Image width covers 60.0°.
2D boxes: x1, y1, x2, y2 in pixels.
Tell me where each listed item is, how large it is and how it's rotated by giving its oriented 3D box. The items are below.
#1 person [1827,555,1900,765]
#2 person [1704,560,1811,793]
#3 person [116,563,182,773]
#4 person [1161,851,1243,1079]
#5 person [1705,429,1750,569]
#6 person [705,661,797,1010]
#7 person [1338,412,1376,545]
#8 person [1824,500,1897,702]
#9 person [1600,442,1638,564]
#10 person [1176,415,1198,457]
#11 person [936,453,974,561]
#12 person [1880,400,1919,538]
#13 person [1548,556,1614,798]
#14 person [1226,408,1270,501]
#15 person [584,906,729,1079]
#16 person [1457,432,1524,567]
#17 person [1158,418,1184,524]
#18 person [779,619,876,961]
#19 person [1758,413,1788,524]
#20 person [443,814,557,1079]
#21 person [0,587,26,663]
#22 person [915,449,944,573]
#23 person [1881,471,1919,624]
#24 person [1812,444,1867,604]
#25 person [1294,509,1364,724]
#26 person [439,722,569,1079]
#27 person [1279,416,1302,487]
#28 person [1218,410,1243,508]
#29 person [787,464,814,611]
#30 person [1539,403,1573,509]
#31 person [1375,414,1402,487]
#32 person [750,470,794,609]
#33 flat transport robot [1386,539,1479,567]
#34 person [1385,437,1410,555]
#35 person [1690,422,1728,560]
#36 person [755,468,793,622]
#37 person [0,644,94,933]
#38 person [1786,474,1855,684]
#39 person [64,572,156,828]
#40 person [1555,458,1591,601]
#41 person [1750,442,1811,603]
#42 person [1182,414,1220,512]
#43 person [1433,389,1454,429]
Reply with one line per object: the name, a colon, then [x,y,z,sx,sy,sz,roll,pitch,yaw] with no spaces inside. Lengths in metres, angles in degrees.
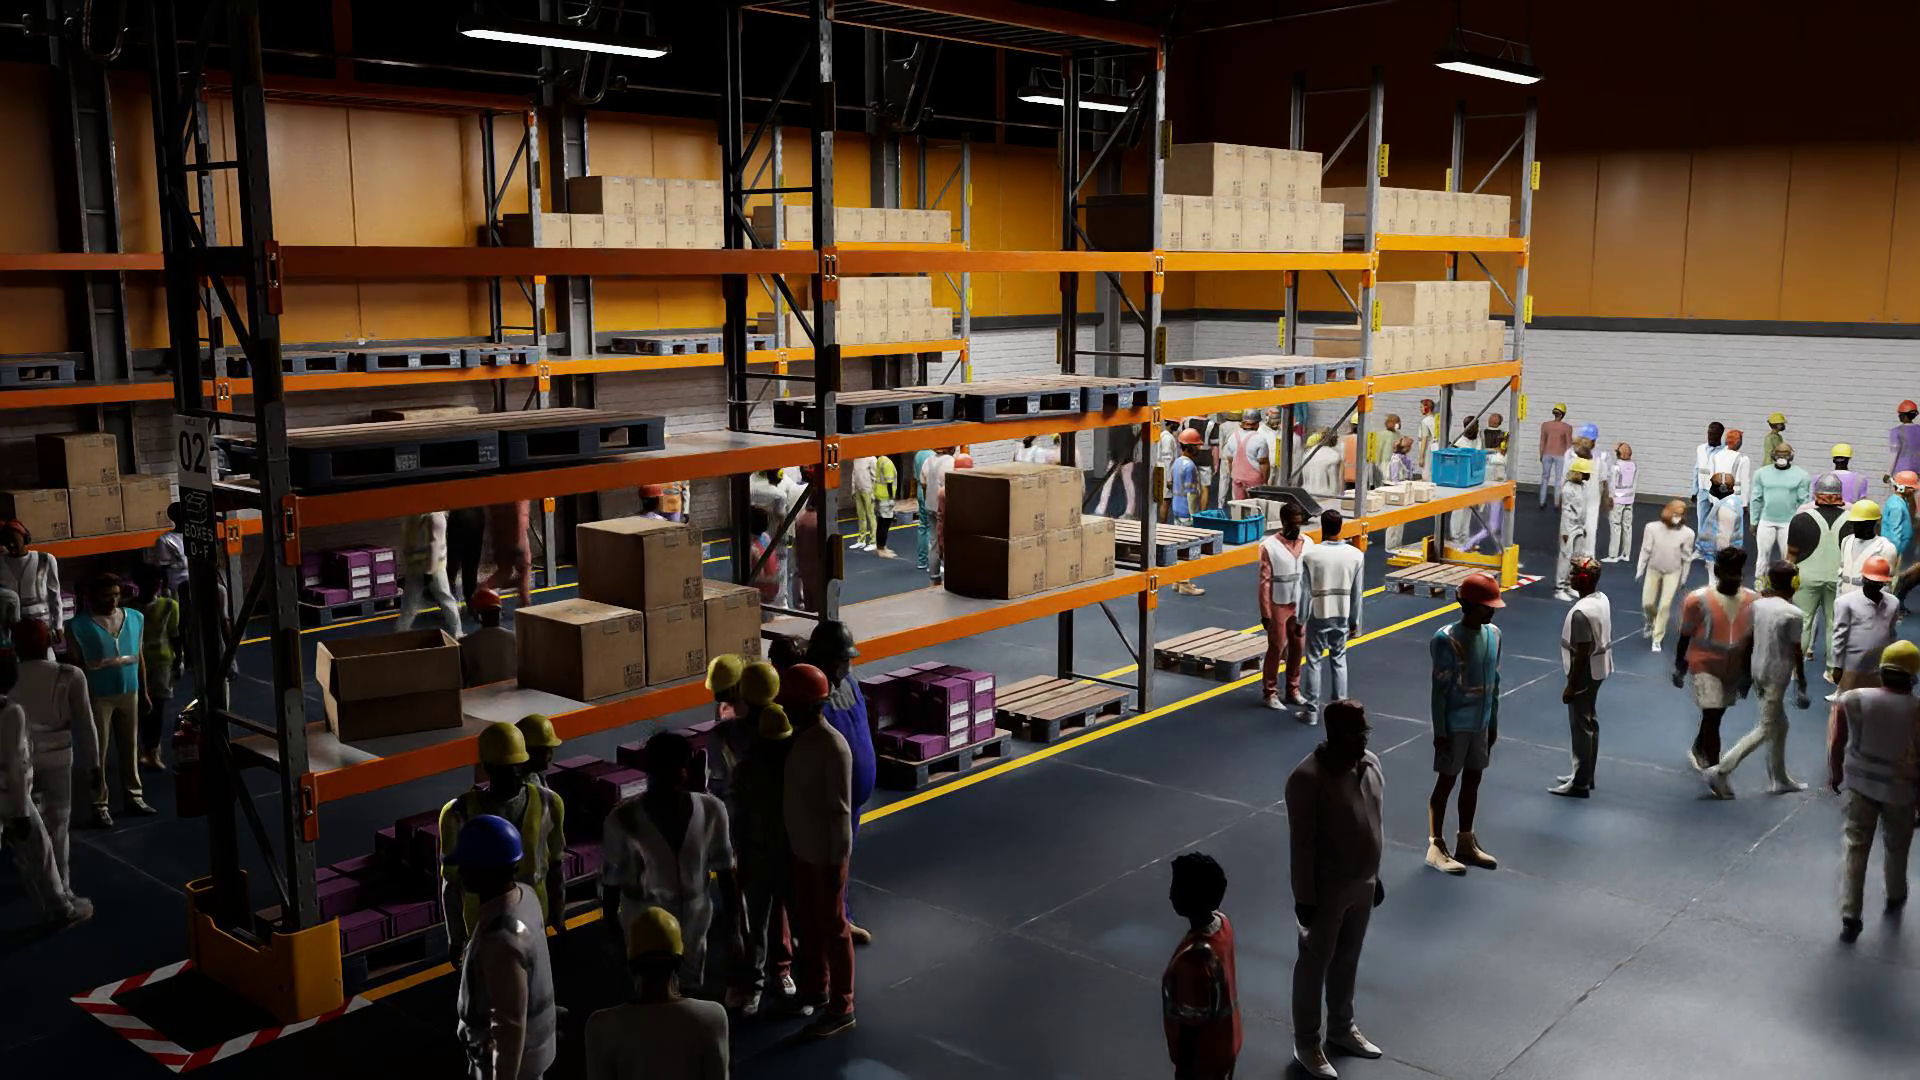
person: [7.239,0.980,13.295,0.564,1.748,0.339,-2,10,-9]
person: [6.094,1.059,12.608,0.846,1.834,0.566,-1,10,-8]
person: [-6.543,1.007,13.330,0.616,1.678,0.517,-4,10,-22]
person: [0.984,2.098,6.816,0.322,1.689,0.530,4,10,22]
person: [10.107,-0.520,21.902,0.343,1.877,0.575,-5,11,-28]
person: [-1.092,1.596,9.104,0.587,1.923,0.378,-3,10,-19]
person: [5.693,-0.877,23.859,0.588,1.927,0.366,9,13,42]
person: [8.216,0.583,15.176,0.390,1.920,0.587,-3,10,-15]
person: [8.911,-0.496,22.439,0.514,1.641,0.307,-5,11,-26]
person: [3.909,-1.527,28.143,0.496,1.794,0.958,5,11,29]
person: [0.044,0.033,18.262,0.614,1.987,0.408,0,10,-1]
person: [13.862,-1.034,24.449,0.605,2.045,0.379,-2,10,-14]
person: [4.749,1.041,12.651,0.390,1.846,0.563,6,11,33]
person: [4.107,-0.856,23.394,0.536,2.000,0.675,-8,13,-41]
person: [-1.092,2.191,6.050,0.518,1.757,0.339,-3,10,-16]
person: [7.073,-0.530,22.101,0.817,1.839,0.490,3,10,18]
person: [3.066,-0.955,24.339,0.389,1.925,0.549,1,10,5]
person: [-0.745,1.441,9.679,0.536,2.000,0.684,6,11,30]
person: [12.446,-1.065,25.455,0.306,1.772,0.525,9,13,42]
person: [-1.781,2.014,6.530,0.396,1.949,0.602,-1,10,-9]
person: [-7.558,0.984,12.990,0.514,1.843,0.327,-2,10,-10]
person: [-0.349,-0.520,21.830,0.399,1.900,0.644,-5,11,-26]
person: [10.551,0.078,18.722,0.350,1.739,0.575,5,11,27]
person: [10.395,-0.181,19.728,0.585,1.920,0.382,3,10,17]
person: [3.247,0.680,14.632,0.598,1.908,0.401,-2,10,-13]
person: [-2.141,1.798,7.879,0.588,1.930,0.361,-5,11,-28]
person: [5.030,-1.052,25.430,0.345,1.746,0.573,5,11,26]
person: [4.498,-1.370,27.394,0.490,1.730,0.324,5,11,27]
person: [-1.763,-0.015,18.951,0.375,1.844,0.567,-6,11,-33]
person: [9.825,-1.386,27.427,0.532,1.754,0.340,7,12,37]
person: [6.948,-1.229,26.851,0.518,1.617,0.367,-6,11,-30]
person: [-2.233,-0.101,19.316,0.643,1.900,0.399,-1,10,-7]
flat transport robot: [6.401,0.183,22.468,0.652,0.197,1.431,8,13,41]
person: [6.091,-0.617,23.188,0.318,1.629,0.534,4,10,21]
person: [10.189,-0.647,22.509,0.390,1.920,0.587,-5,11,-29]
person: [-2.103,0.011,18.801,0.530,1.845,0.437,9,13,42]
person: [-5.681,1.528,9.785,0.606,1.843,0.975,5,11,29]
person: [8.350,0.364,16.113,0.681,2.000,0.535,3,10,19]
person: [-6.169,1.138,12.081,0.389,1.842,0.566,6,11,33]
person: [7.391,-0.128,19.987,0.489,1.731,0.331,-8,12,-39]
person: [9.767,-0.207,19.858,0.632,1.932,0.366,6,11,32]
person: [3.687,-1.193,25.447,0.617,2.029,0.409,6,11,30]
person: [8.346,-1.711,28.849,0.375,1.930,0.628,5,11,30]
